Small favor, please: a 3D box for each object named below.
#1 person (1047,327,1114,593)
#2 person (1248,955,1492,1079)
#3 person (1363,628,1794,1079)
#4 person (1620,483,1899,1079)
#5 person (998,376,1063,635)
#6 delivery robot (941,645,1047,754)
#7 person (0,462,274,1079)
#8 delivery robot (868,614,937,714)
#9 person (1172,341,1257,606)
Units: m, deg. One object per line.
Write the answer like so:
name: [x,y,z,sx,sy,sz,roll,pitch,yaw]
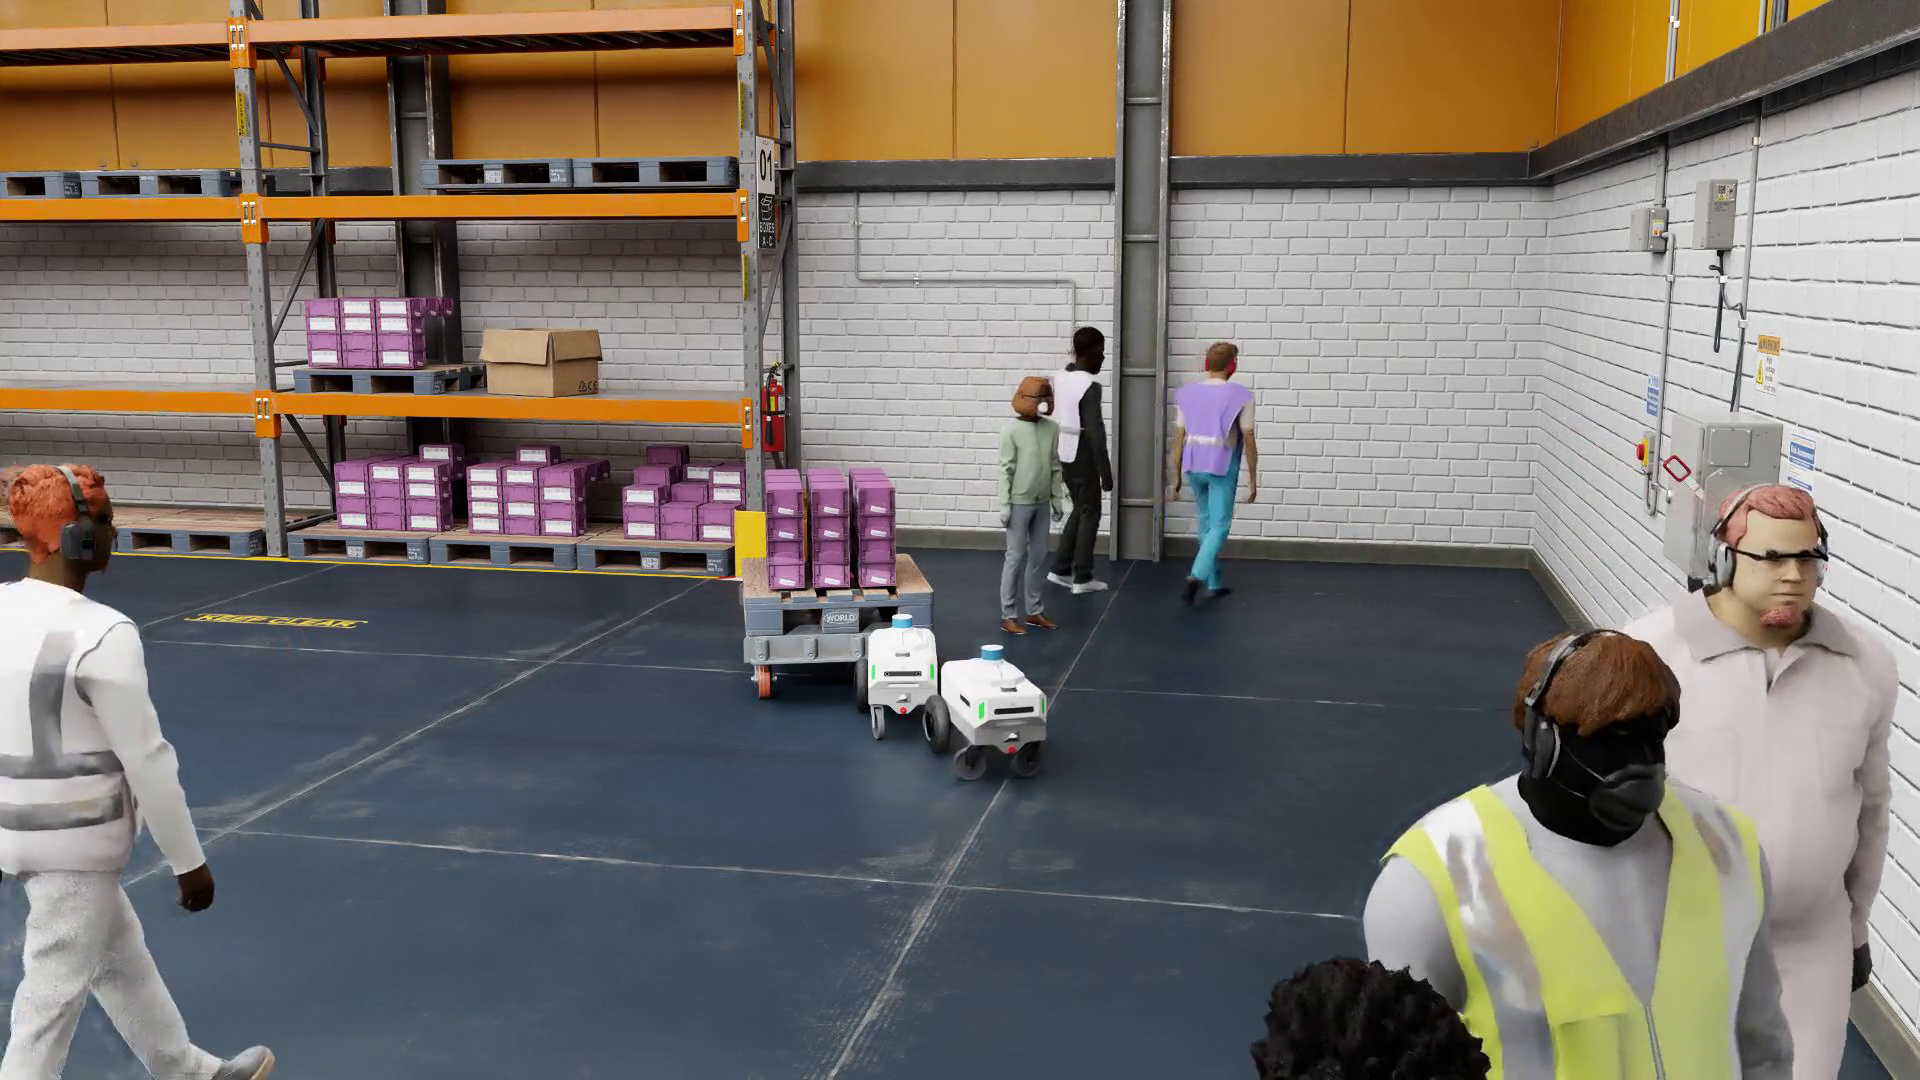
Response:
person: [0.849,-0.536,11.660,0.458,1.894,0.621,-4,10,-21]
person: [0.384,1.229,1.569,0.536,1.677,0.524,-4,10,-24]
person: [0.929,1.004,2.590,0.631,1.810,0.932,-2,10,-12]
person: [1.670,0.790,3.663,0.654,1.881,0.830,1,9,4]
person: [0.443,-0.220,10.489,0.502,1.626,0.281,-8,13,-41]
delivery robot: [0.150,0.729,7.698,0.477,0.478,0.707,-2,10,-15]
person: [-2.083,0.723,4.137,0.596,1.838,0.936,6,11,31]
delivery robot: [-0.289,0.618,8.367,0.477,0.478,0.707,0,9,-2]
person: [1.704,-0.444,11.308,0.600,1.811,0.813,6,11,34]
